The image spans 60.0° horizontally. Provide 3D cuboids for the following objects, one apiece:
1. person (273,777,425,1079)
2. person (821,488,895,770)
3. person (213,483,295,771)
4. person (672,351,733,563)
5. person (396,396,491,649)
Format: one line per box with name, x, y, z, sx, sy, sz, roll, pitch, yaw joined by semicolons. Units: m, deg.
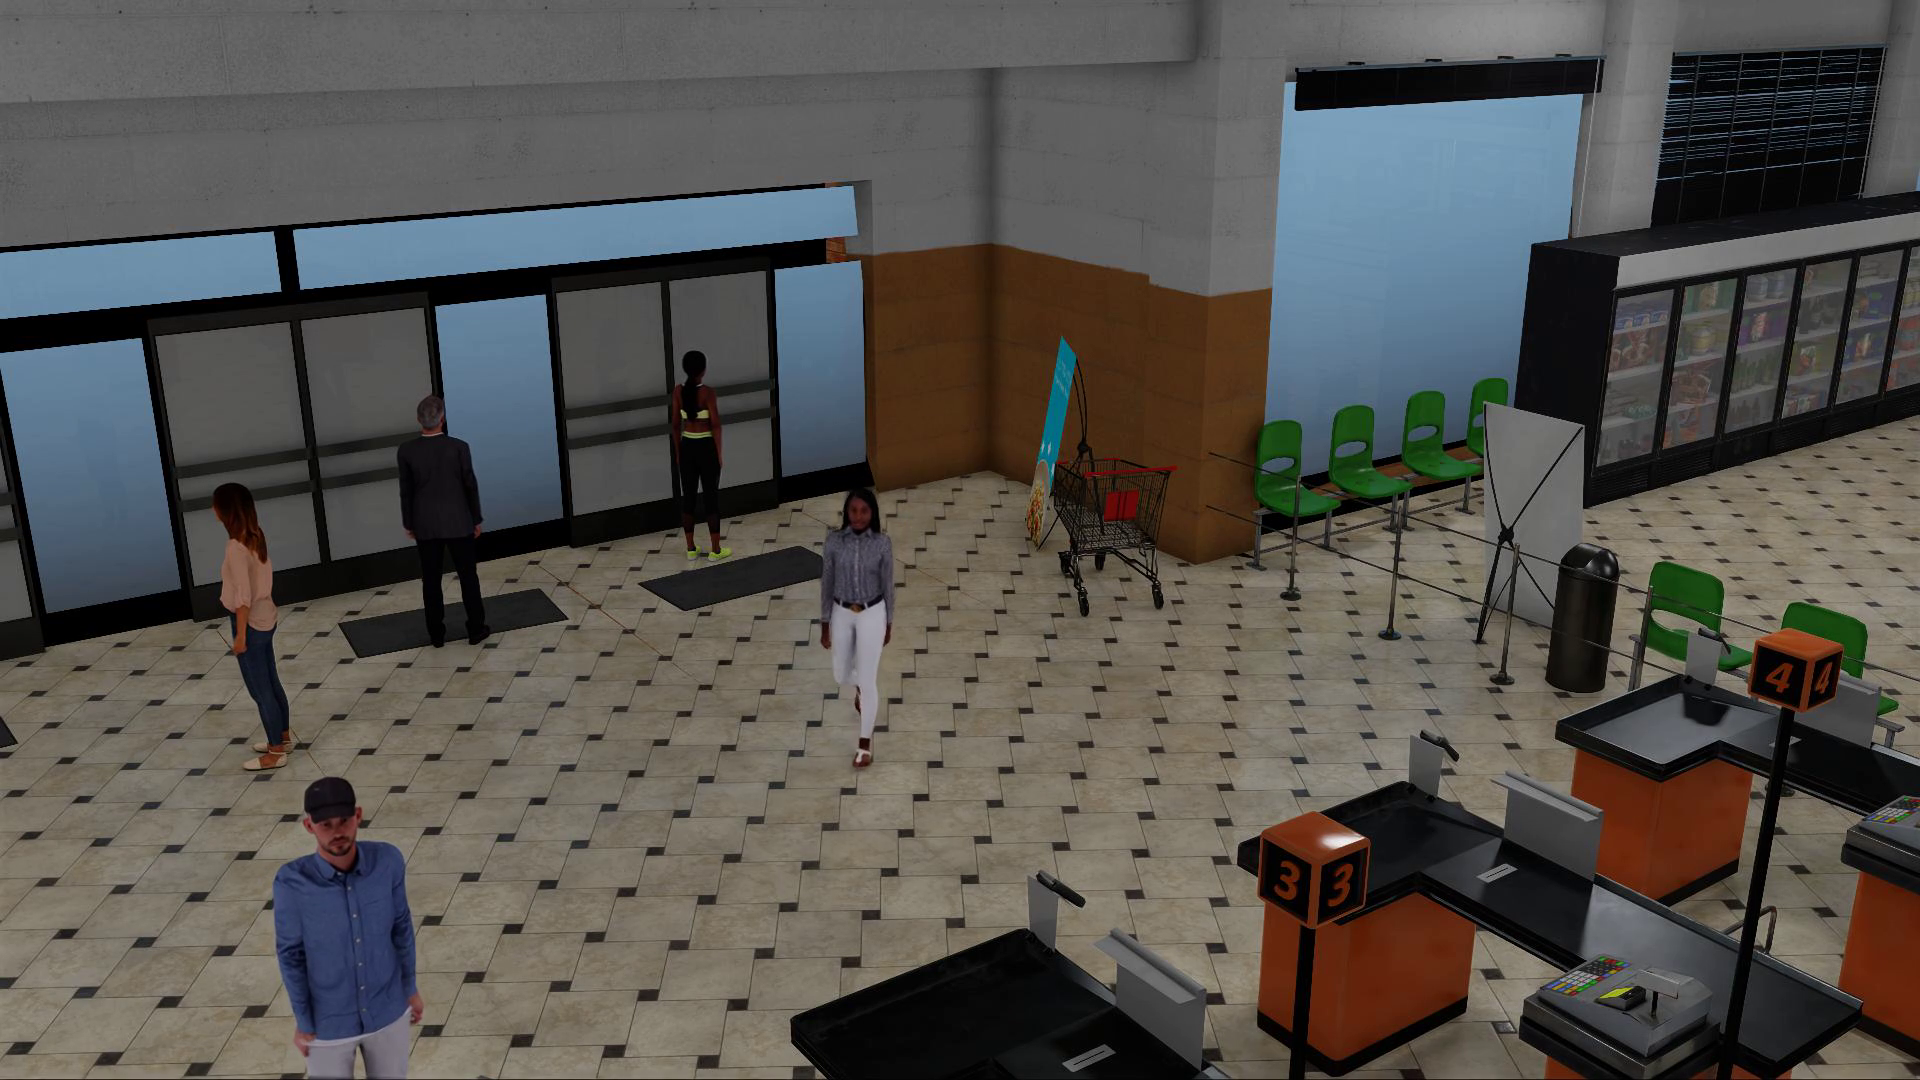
person;-2.261;1.746;6.209;0.641;1.887;0.563;-12;22;-32
person;-0.615;0.493;10.213;1.008;1.703;1.068;3;19;8
person;-4.248;0.514;10.011;0.731;1.792;0.611;-2;19;-7
person;-2.147;-0.687;13.633;0.625;1.754;0.698;5;19;14
person;-3.684;-0.135;11.857;0.807;1.842;0.778;-3;19;-8
